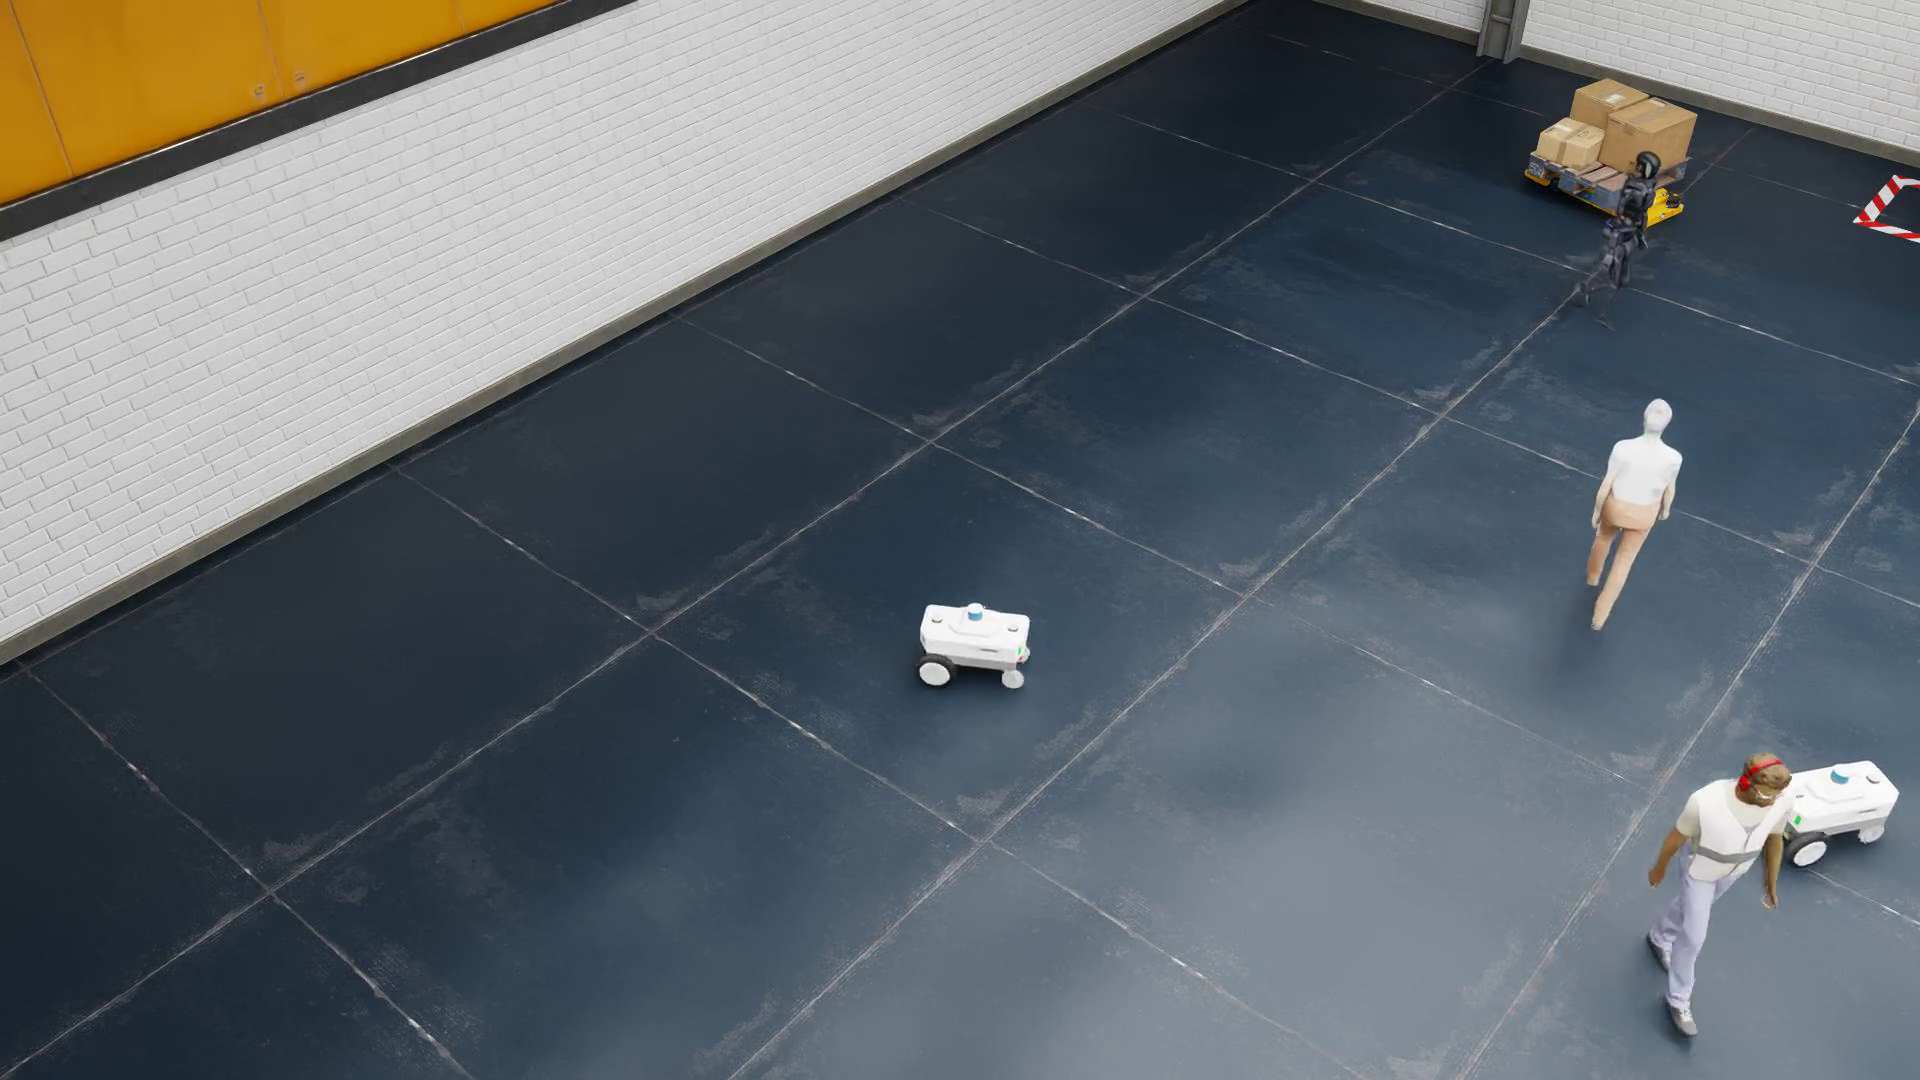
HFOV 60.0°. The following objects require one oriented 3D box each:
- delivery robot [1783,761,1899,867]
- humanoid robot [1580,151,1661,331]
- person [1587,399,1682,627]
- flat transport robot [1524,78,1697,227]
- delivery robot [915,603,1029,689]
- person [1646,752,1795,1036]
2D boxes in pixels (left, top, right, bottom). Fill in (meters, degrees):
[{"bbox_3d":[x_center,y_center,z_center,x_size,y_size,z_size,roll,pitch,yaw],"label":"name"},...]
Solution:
[{"bbox_3d":[5.244,1.598,10.070,0.788,0.587,0.499,-8,40,-10],"label":"delivery robot"},{"bbox_3d":[5.702,-2.625,14.425,0.608,1.637,0.479,-31,48,-32],"label":"humanoid robot"},{"bbox_3d":[4.639,-0.251,11.445,0.474,1.714,0.800,19,43,22],"label":"person"},{"bbox_3d":[6.457,-3.549,16.692,0.659,0.231,1.431,-24,45,-27],"label":"flat transport robot"},{"bbox_3d":[0.103,0.677,11.207,0.756,0.580,0.499,6,39,8],"label":"delivery robot"},{"bbox_3d":[4.041,1.830,8.779,0.571,1.809,0.816,-9,40,-11],"label":"person"}]
